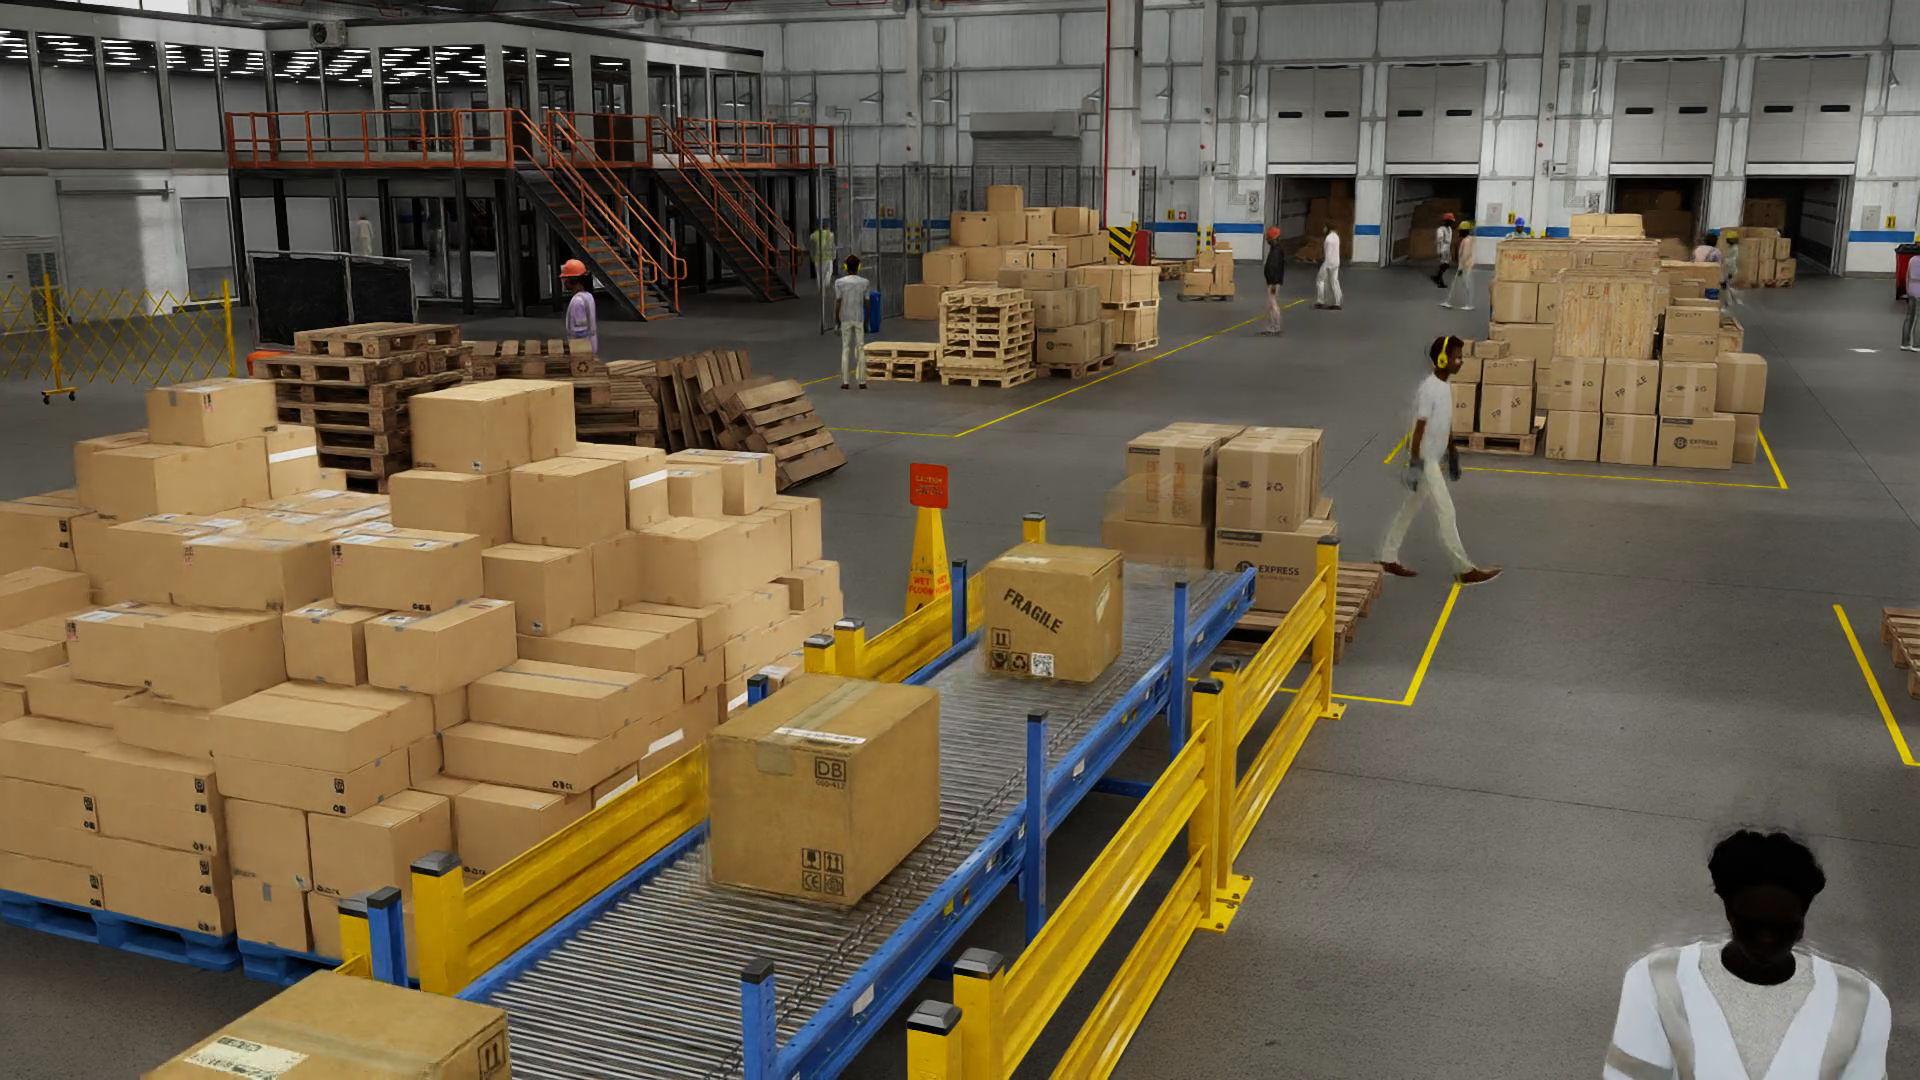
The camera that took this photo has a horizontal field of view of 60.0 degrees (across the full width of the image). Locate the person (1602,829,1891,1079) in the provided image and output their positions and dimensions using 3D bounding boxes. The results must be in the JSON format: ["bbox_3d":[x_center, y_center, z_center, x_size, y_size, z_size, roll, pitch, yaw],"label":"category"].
[{"bbox_3d":[1.629,1.421,3.505,0.558,1.678,0.524,5,14,21],"label":"person"}]

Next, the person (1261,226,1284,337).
[{"bbox_3d":[5.667,-4.680,30.187,0.401,1.990,0.622,2,13,7],"label":"person"}]

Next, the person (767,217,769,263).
[{"bbox_3d":[-5.784,-8.822,48.763,0.390,1.990,0.623,4,13,16],"label":"person"}]

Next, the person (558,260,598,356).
[{"bbox_3d":[-4.177,-2.043,18.244,0.391,2.040,0.615,0,13,-2],"label":"person"}]

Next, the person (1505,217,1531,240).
[{"bbox_3d":[12.560,-6.290,37.517,0.605,1.944,0.402,0,13,2],"label":"person"}]

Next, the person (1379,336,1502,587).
[{"bbox_3d":[3.537,-0.575,12.164,0.967,1.817,0.565,7,14,28],"label":"person"}]

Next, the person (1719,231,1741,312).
[{"bbox_3d":[16.402,-5.709,35.396,0.414,1.725,0.498,4,13,17],"label":"person"}]

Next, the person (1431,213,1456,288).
[{"bbox_3d":[12.407,-7.437,42.721,0.582,1.916,0.497,-11,16,-40],"label":"person"}]

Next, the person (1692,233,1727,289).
[{"bbox_3d":[14.341,-4.927,31.717,0.880,1.807,0.632,-4,13,-16],"label":"person"}]

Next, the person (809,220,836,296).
[{"bbox_3d":[-3.294,-6.735,39.781,0.640,1.825,0.651,0,13,1],"label":"person"}]

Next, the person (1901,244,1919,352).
[{"bbox_3d":[16.034,-4.107,27.762,0.385,1.928,0.589,-2,13,-7],"label":"person"}]

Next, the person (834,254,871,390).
[{"bbox_3d":[-1.485,-2.994,22.937,0.503,1.861,0.328,-3,13,-12],"label":"person"}]

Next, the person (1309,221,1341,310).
[{"bbox_3d":[7.934,-5.940,36.008,0.790,1.911,0.628,8,15,31],"label":"person"}]

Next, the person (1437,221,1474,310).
[{"bbox_3d":[10.790,-5.937,36.033,0.871,1.893,0.612,3,13,11],"label":"person"}]

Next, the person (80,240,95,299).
[{"bbox_3d":[-19.205,-6.050,36.493,0.410,1.913,0.643,-2,13,-7],"label":"person"}]
